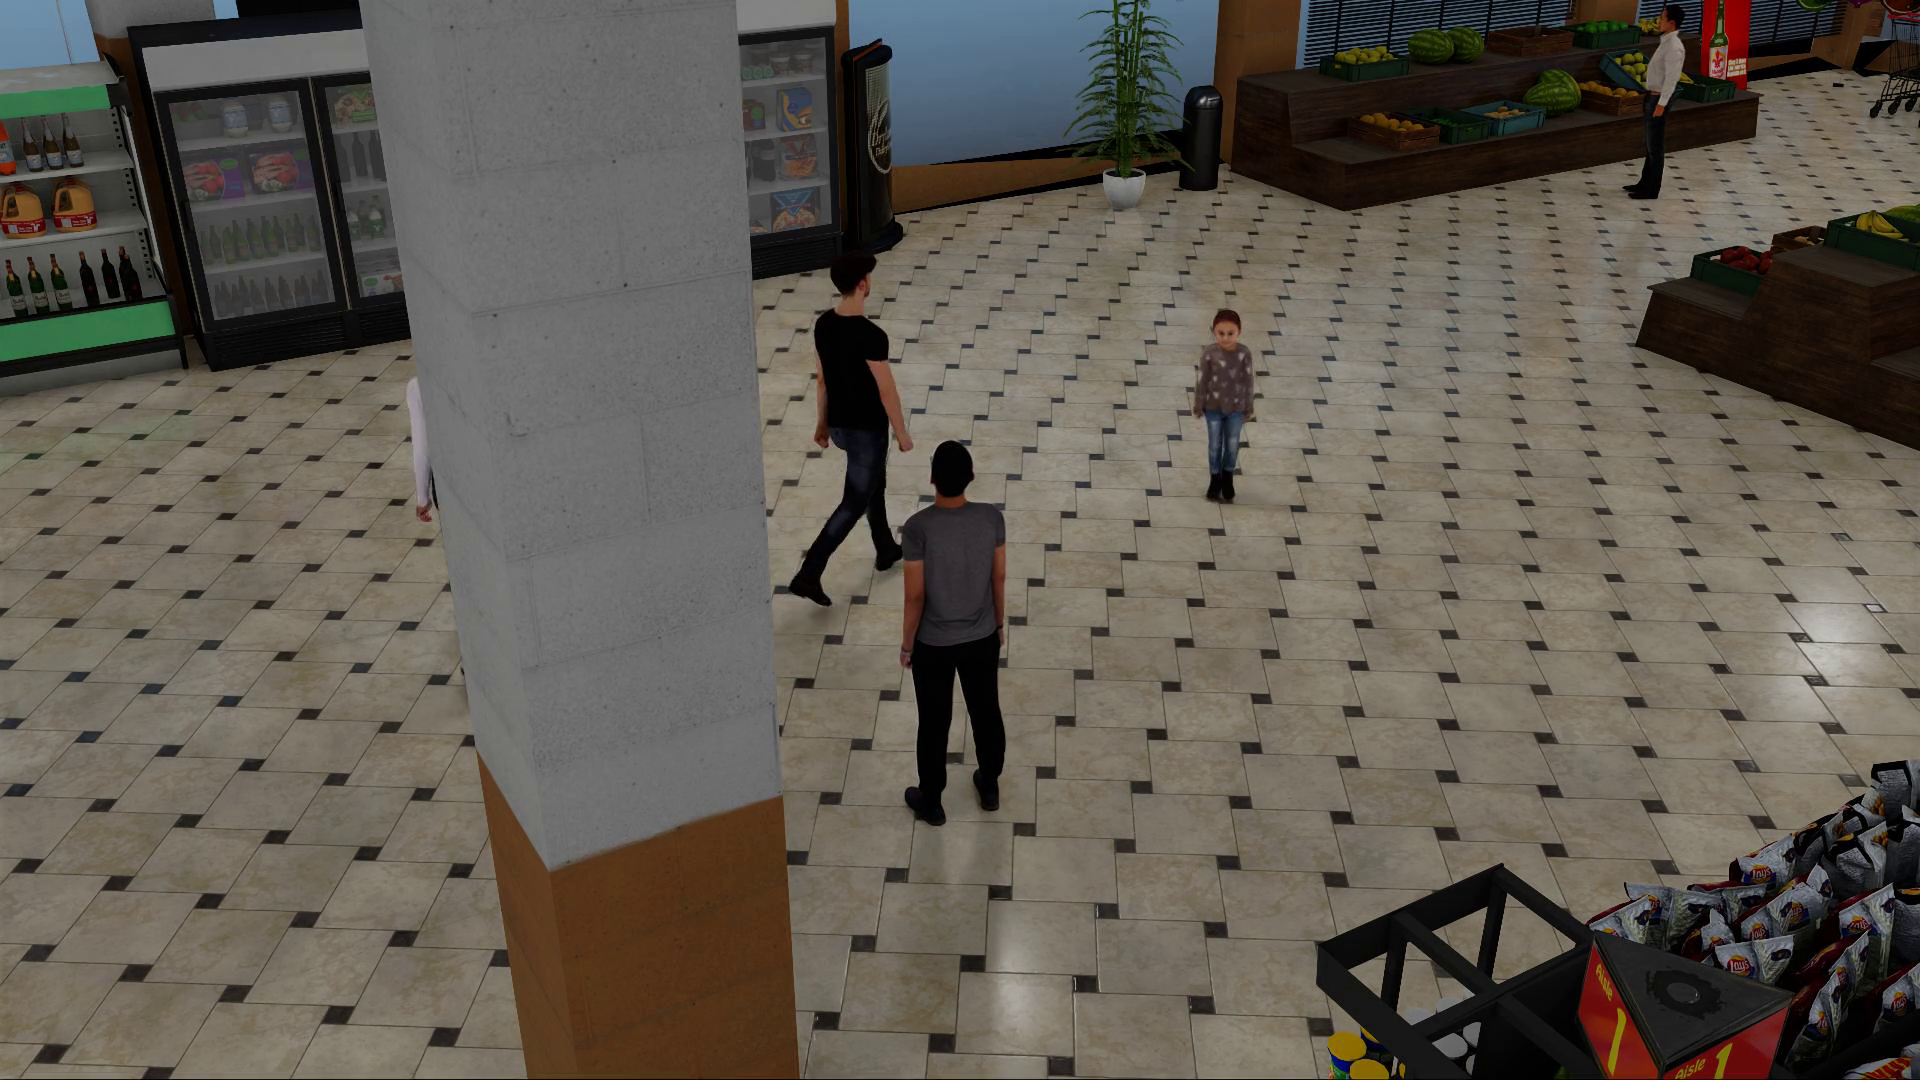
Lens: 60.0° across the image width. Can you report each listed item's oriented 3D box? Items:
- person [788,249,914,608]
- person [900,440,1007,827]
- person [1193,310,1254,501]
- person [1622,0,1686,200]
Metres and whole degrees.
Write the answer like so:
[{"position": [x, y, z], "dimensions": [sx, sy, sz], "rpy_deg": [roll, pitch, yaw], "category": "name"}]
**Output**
[{"position": [-0.593, -0.537, 8.665], "dimensions": [1.269, 1.866, 0.830], "rpy_deg": [-21, 34, -35], "category": "person"}, {"position": [-0.022, 0.393, 6.954], "dimensions": [0.528, 1.755, 0.709], "rpy_deg": [-10, 29, -19], "category": "person"}, {"position": [1.597, -0.831, 9.995], "dimensions": [0.556, 1.187, 0.623], "rpy_deg": [6, 27, 11], "category": "person"}, {"position": [6.702, -4.189, 15.928], "dimensions": [0.778, 1.809, 0.728], "rpy_deg": [6, 27, 12], "category": "person"}]
